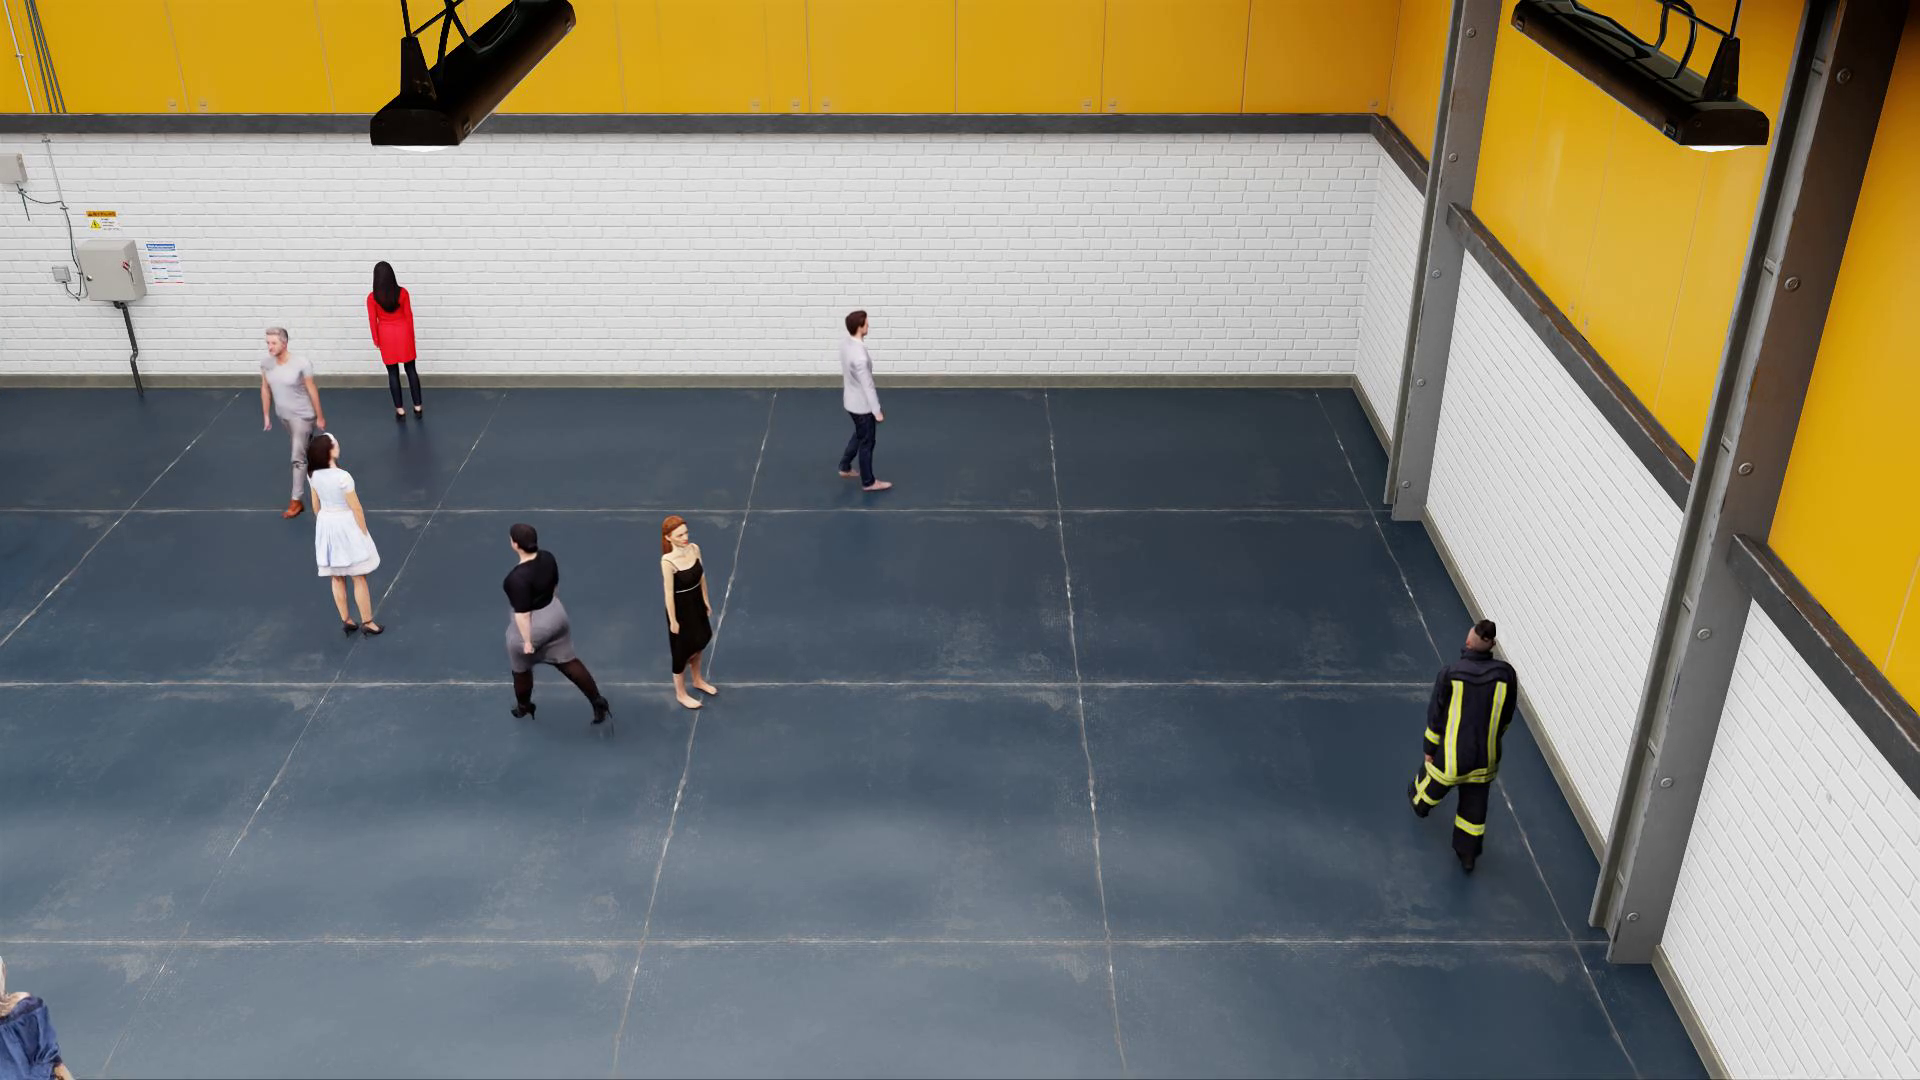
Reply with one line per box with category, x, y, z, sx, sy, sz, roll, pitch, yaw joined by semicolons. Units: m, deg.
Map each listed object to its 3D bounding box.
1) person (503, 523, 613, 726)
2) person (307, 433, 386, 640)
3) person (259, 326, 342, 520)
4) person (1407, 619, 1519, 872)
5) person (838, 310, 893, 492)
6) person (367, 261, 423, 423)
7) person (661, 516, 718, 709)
person;-3.045;0.690;12.399;1.036;1.725;1.164;13;31;22
person;-5.054;-0.024;13.616;0.784;1.813;0.814;8;30;14
person;-6.251;-1.198;15.804;0.941;1.779;1.304;8;30;14
person;3.380;1.374;11.036;0.764;1.829;1.049;0;29;0
person;-1.013;-1.314;15.948;0.873;1.844;0.780;-9;30;-16
person;-5.915;-2.088;17.468;0.703;1.748;0.734;-13;31;-22
person;-2.116;0.532;12.796;0.734;1.622;0.656;18;33;29
